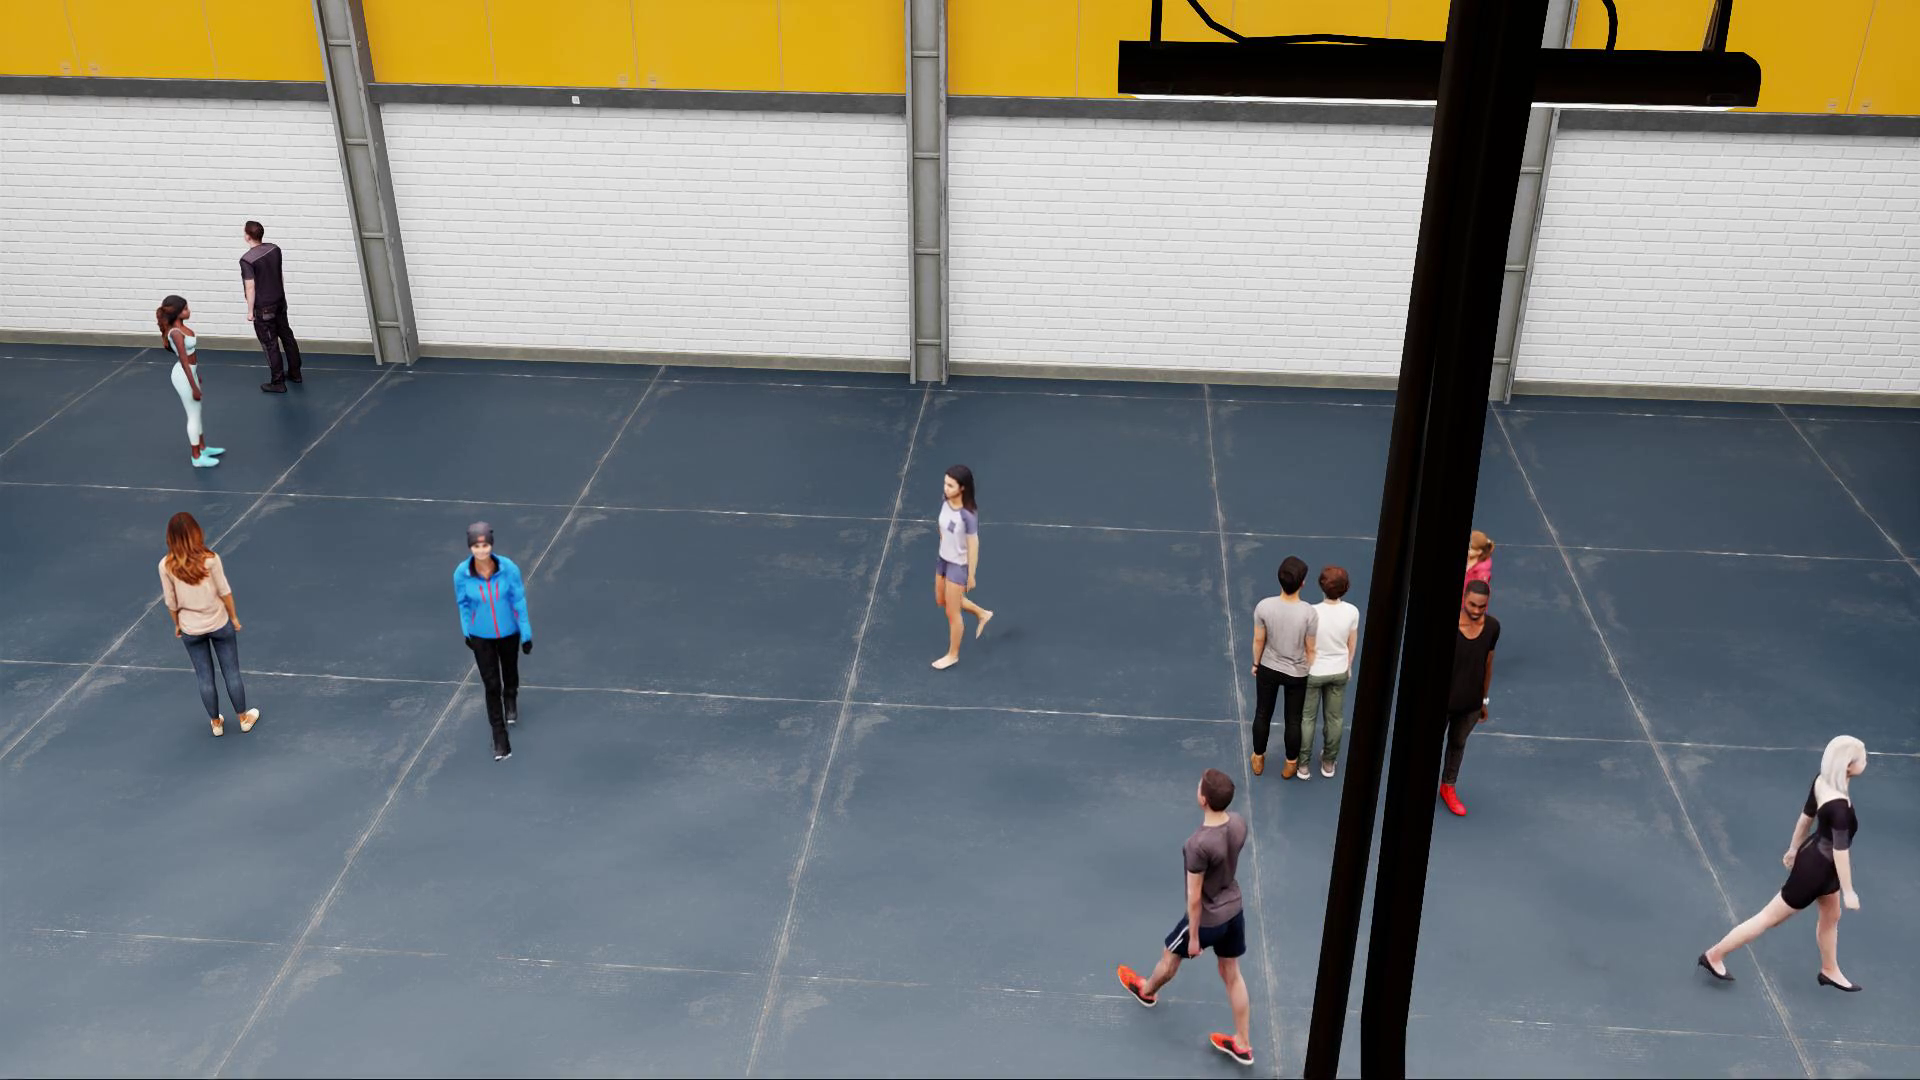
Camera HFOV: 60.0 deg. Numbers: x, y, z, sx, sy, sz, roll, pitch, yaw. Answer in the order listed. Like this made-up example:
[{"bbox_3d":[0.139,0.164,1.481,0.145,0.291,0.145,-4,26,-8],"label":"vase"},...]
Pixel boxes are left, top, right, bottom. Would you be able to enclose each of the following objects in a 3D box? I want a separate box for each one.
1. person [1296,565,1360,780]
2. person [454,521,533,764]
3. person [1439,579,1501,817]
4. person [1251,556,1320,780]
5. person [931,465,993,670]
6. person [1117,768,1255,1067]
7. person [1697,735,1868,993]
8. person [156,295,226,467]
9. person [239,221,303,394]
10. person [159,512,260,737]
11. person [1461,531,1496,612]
[{"bbox_3d":[2.536,0.922,11.558,0.508,1.654,0.672,-2,29,-4],"label":"person"},{"bbox_3d":[-3.328,0.647,11.960,1.170,1.753,0.934,-6,29,-10],"label":"person"},{"bbox_3d":[3.323,1.041,11.184,0.538,1.805,0.742,-3,29,-5],"label":"person"},{"bbox_3d":[2.247,0.884,11.556,0.567,1.724,0.725,11,31,20],"label":"person"},{"bbox_3d":[0.037,0.178,12.857,0.959,1.718,0.864,-17,33,-28],"label":"person"},{"bbox_3d":[1.461,2.127,9.196,1.150,1.801,1.231,-24,36,-36],"label":"person"},{"bbox_3d":[4.805,1.927,9.586,1.214,1.780,0.744,7,29,13],"label":"person"},{"bbox_3d":[-7.433,-1.538,15.996,0.665,1.724,0.648,-11,30,-19],"label":"person"},{"bbox_3d":[-7.323,-2.488,17.611,0.690,1.846,0.782,10,30,17],"label":"person"},{"bbox_3d":[-5.434,0.613,11.981,0.572,1.792,0.719,-7,29,-13],"label":"person"},{"bbox_3d":[3.920,0.516,12.690,0.965,1.284,0.802,-13,31,-22],"label":"person"}]
